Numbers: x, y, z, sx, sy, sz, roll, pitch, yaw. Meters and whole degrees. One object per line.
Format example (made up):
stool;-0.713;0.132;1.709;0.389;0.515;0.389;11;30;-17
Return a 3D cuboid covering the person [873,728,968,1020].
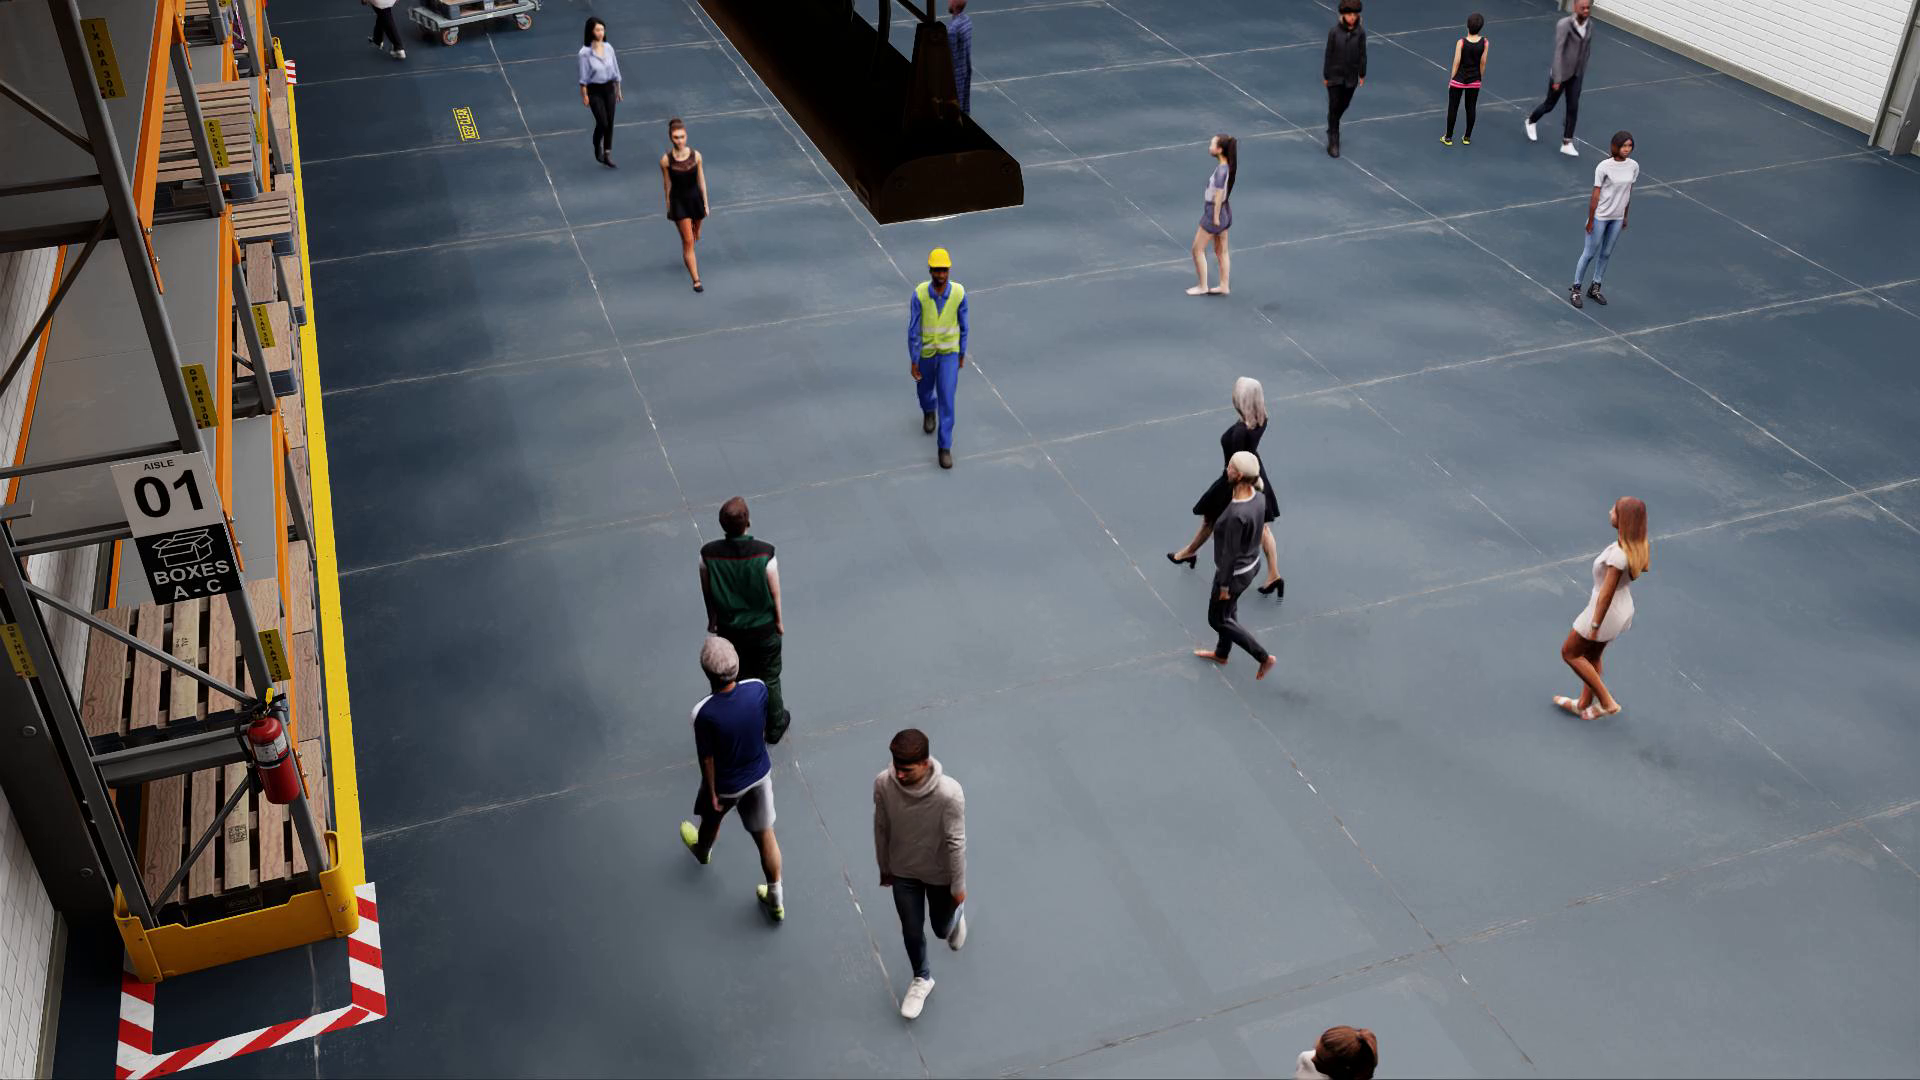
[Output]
person;-0.151;1.659;8.720;0.993;1.833;1.085;10;35;15

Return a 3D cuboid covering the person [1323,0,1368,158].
person;4.488;-5.490;19.548;0.782;1.752;1.028;-3;34;-4

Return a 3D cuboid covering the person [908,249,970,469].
person;-0.202;-1.563;13.605;0.903;1.792;1.238;-1;34;-1

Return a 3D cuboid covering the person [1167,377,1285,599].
person;2.078;-0.333;11.845;1.238;1.691;1.069;21;39;28

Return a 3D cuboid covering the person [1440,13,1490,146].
person;5.992;-5.456;19.677;0.596;1.553;0.597;-1;34;-1

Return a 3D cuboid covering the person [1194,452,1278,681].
person;1.907;0.199;11.028;0.984;1.708;0.895;18;38;25

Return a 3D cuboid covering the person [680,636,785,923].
person;-1.180;1.366;9.202;0.817;1.788;1.185;-20;38;-27

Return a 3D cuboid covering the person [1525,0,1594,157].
person;7.029;-5.457;19.467;0.743;1.788;1.161;-9;35;-14

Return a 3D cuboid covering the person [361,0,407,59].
person;-7.750;-7.322;22.389;1.127;1.658;1.049;16;37;23

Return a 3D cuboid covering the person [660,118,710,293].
person;-2.706;-3.333;16.401;0.598;1.644;1.056;-13;36;-19

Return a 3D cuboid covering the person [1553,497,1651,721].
person;4.189;0.503;10.597;0.797;1.680;0.734;25;41;33

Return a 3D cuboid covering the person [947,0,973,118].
person;-0.016;-5.518;19.530;0.822;1.819;0.750;12;35;17

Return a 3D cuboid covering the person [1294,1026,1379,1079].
person;1.585;2.695;7.262;0.713;1.722;0.536;-21;39;-28

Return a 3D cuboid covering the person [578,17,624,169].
person;-4.144;-5.099;18.977;0.775;1.733;0.794;-27;42;-34

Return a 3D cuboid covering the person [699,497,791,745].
person;-1.338;0.508;10.442;0.721;1.842;0.707;1;34;1

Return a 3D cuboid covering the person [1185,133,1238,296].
person;2.576;-3.113;16.077;0.809;1.636;0.750;16;37;22

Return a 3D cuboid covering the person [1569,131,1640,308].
person;6.200;-3.086;15.961;0.607;1.719;0.554;-7;34;-11
